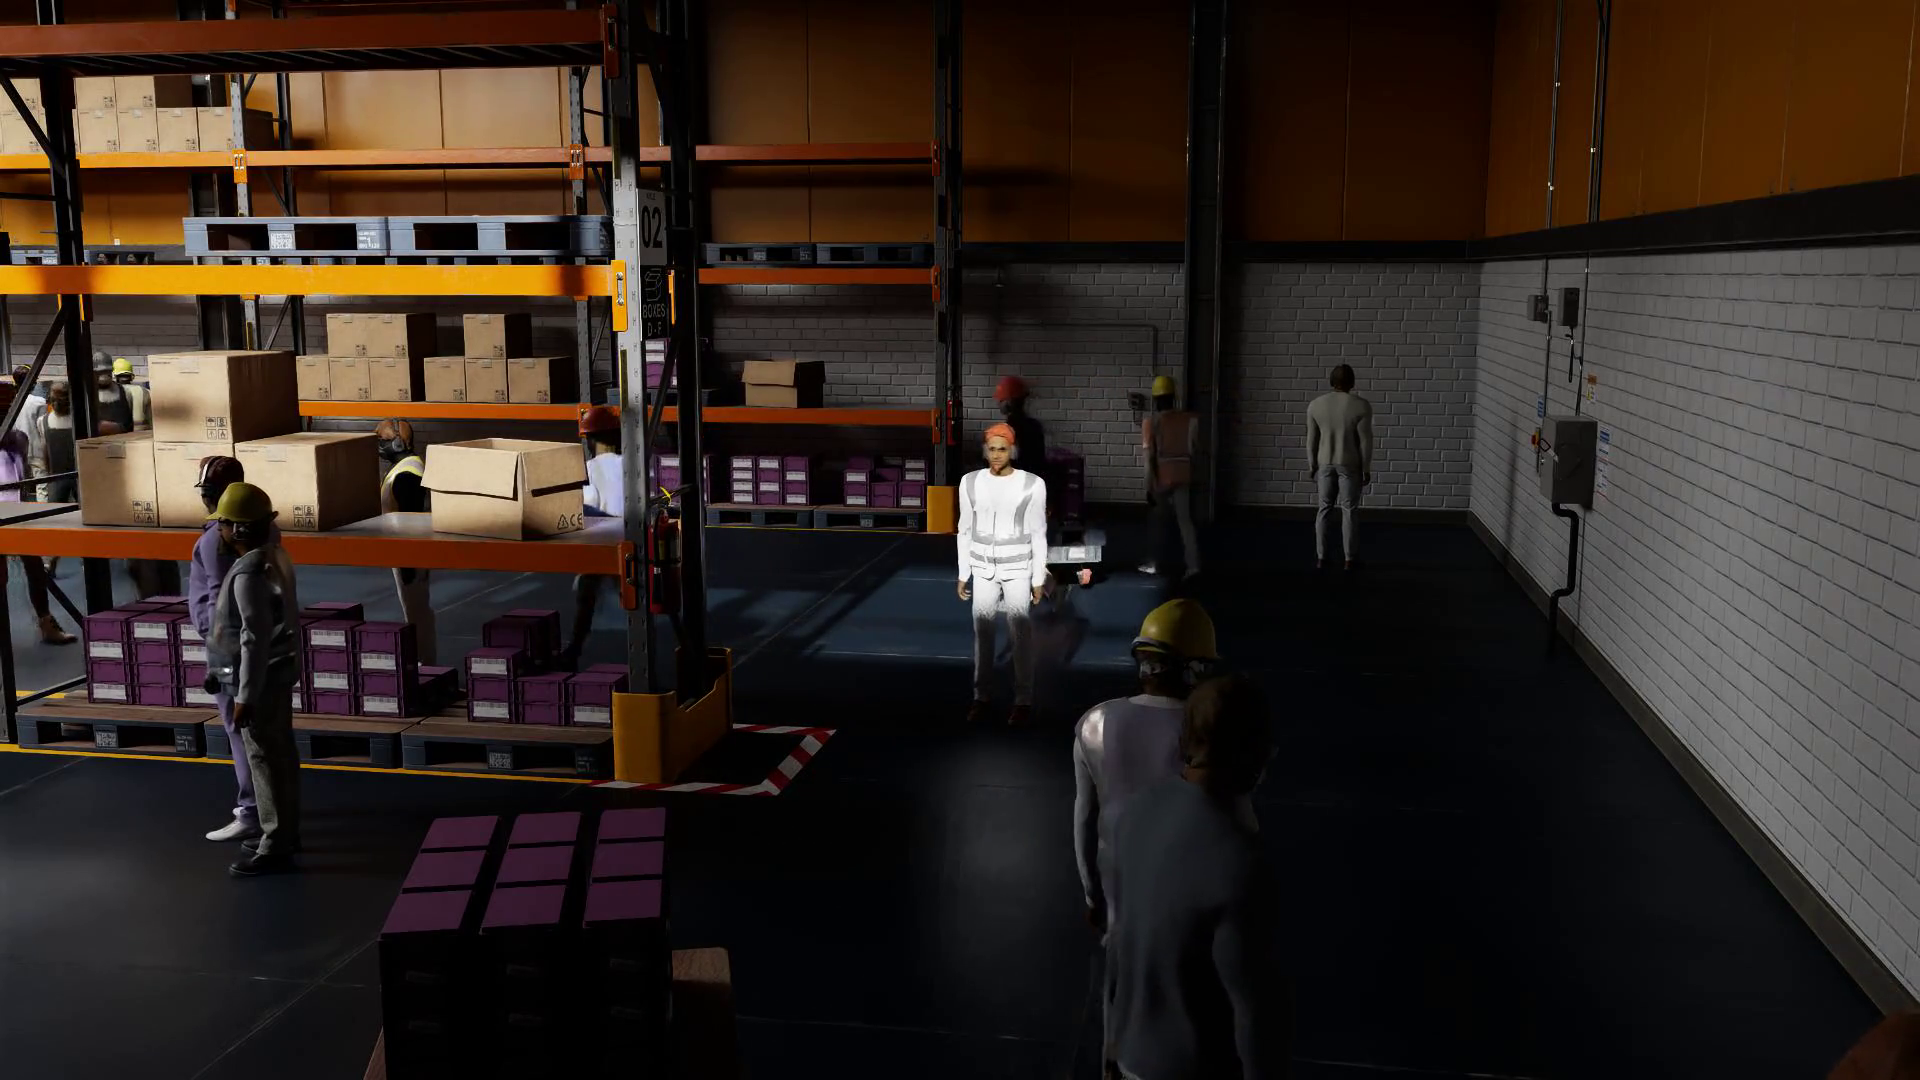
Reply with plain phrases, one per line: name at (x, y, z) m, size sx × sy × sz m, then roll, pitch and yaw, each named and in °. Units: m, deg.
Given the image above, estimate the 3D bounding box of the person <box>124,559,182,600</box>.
person at (-5.593, 0.106, 11.388) m, size 0.564 × 1.732 × 0.484 m, roll 2°, pitch 9°, yaw 14°

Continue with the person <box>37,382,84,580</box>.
person at (-8.169, -0.540, 15.190) m, size 0.512 × 1.792 × 0.938 m, roll -1°, pitch 9°, yaw -8°

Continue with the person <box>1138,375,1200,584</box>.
person at (1.911, -0.548, 15.063) m, size 0.578 × 1.878 × 1.000 m, roll -3°, pitch 10°, yaw -17°

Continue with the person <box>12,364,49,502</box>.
person at (-9.373, -0.831, 16.766) m, size 0.520 × 1.873 × 0.335 m, roll 0°, pitch 9°, yaw 1°

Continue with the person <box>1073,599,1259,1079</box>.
person at (0.634, 1.083, 5.043) m, size 0.587 × 1.821 × 0.404 m, roll 6°, pitch 11°, yaw 34°

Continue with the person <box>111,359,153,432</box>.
person at (-9.306, -1.109, 18.607) m, size 0.404 × 1.833 × 0.590 m, roll 8°, pitch 12°, yaw 41°

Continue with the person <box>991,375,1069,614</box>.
person at (0.571, -0.343, 13.442) m, size 0.744 × 1.973 × 0.623 m, roll 5°, pitch 11°, yaw 30°

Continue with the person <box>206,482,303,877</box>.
person at (-3.276, 0.641, 7.743) m, size 0.403 × 1.835 × 0.588 m, roll -2°, pitch 9°, yaw -10°

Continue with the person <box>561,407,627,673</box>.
person at (-2.441, 0.037, 11.332) m, size 0.992 × 1.879 × 0.573 m, roll 7°, pitch 11°, yaw 36°

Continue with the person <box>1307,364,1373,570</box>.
person at (3.568, -0.684, 15.645) m, size 0.627 × 1.941 × 0.372 m, roll 5°, pitch 11°, yaw 29°

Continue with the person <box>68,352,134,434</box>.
person at (-8.860, -0.992, 17.238) m, size 1.043 × 2.000 × 0.688 m, roll 8°, pitch 12°, yaw 42°

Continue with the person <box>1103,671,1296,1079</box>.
person at (0.503, 1.243, 3.919) m, size 1.005 × 1.877 × 0.647 m, roll -3°, pitch 10°, yaw -15°

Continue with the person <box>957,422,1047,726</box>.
person at (0.258, 0.210, 10.293) m, size 0.578 × 1.879 × 0.348 m, roll 3°, pitch 10°, yaw 20°

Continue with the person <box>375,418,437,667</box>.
person at (-3.705, 0.100, 11.130) m, size 0.430 × 1.835 × 0.622 m, roll -4°, pitch 10°, yaw -21°

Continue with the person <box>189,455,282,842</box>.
person at (-3.580, 0.531, 8.219) m, size 0.400 × 1.905 × 0.643 m, roll 0°, pitch 9°, yaw -1°

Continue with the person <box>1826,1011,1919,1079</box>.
person at (1.485, 1.553, 2.737) m, size 0.509 × 1.629 × 0.307 m, roll 1°, pitch 9°, yaw 8°

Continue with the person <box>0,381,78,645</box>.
person at (-7.219, -0.195, 12.456) m, size 1.039 × 2.003 × 0.628 m, roll 2°, pitch 9°, yaw 14°

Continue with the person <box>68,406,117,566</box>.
person at (-8.017, -0.561, 15.569) m, size 0.798 × 1.720 × 0.558 m, roll 4°, pitch 10°, yaw 23°
